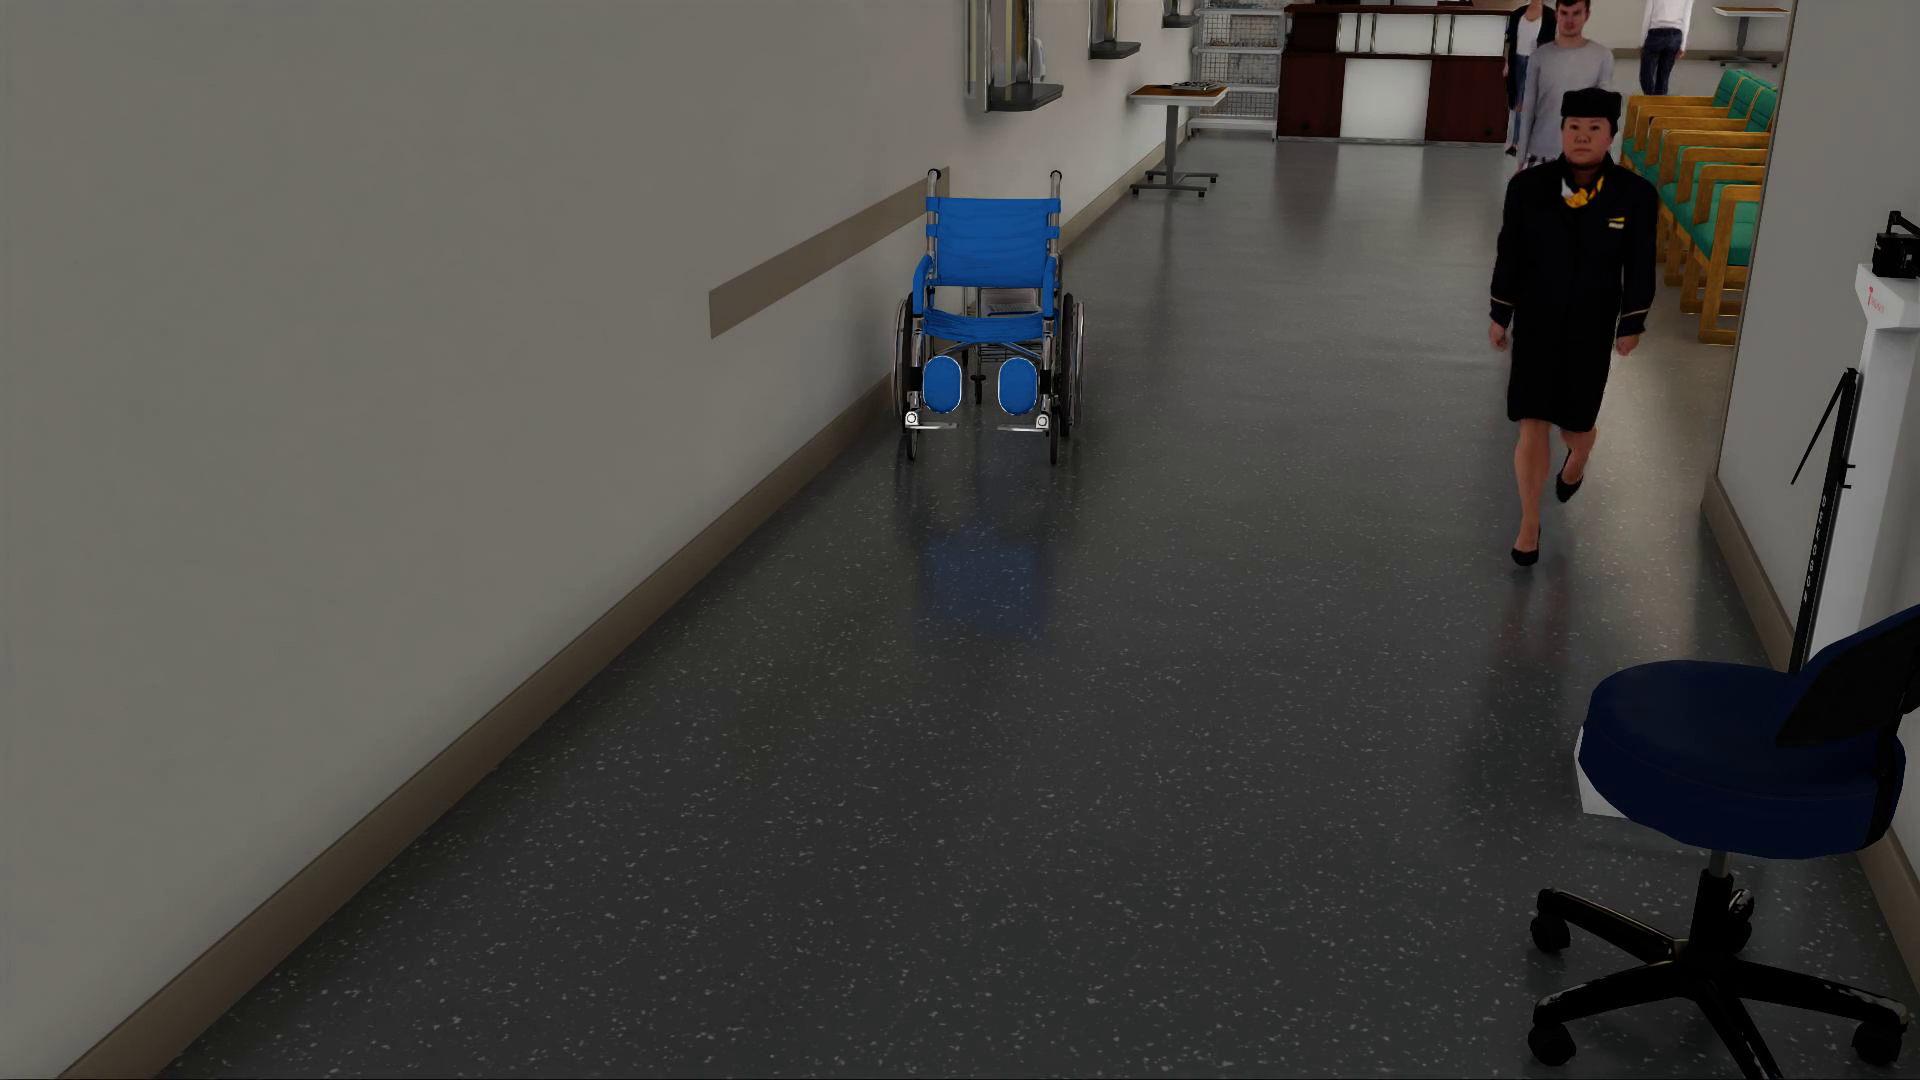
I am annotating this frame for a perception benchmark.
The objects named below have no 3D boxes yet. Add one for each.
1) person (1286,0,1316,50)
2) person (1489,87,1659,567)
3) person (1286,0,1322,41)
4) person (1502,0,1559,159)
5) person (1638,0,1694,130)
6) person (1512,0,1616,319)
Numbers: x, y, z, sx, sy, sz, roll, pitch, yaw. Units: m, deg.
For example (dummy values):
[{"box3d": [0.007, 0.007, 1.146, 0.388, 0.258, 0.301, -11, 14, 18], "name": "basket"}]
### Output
[{"box3d": [4.561, -7.102, 22.524, 1.148, 1.785, 0.907, -2, 21, -6], "name": "person"}, {"box3d": [2.171, -0.751, 5.937, 0.913, 1.658, 0.874, 11, 23, 26], "name": "person"}, {"box3d": [5.981, -9.181, 28.005, 1.219, 1.791, 1.135, -6, 22, -17], "name": "person"}, {"box3d": [5.389, -4.462, 15.754, 1.142, 1.643, 0.955, 14, 25, 33], "name": "person"}, {"box3d": [7.387, -5.214, 17.461, 1.016, 1.842, 0.746, 4, 21, 10], "name": "person"}, {"box3d": [3.420, -2.168, 9.455, 1.008, 1.815, 0.745, 6, 22, 16], "name": "person"}]
